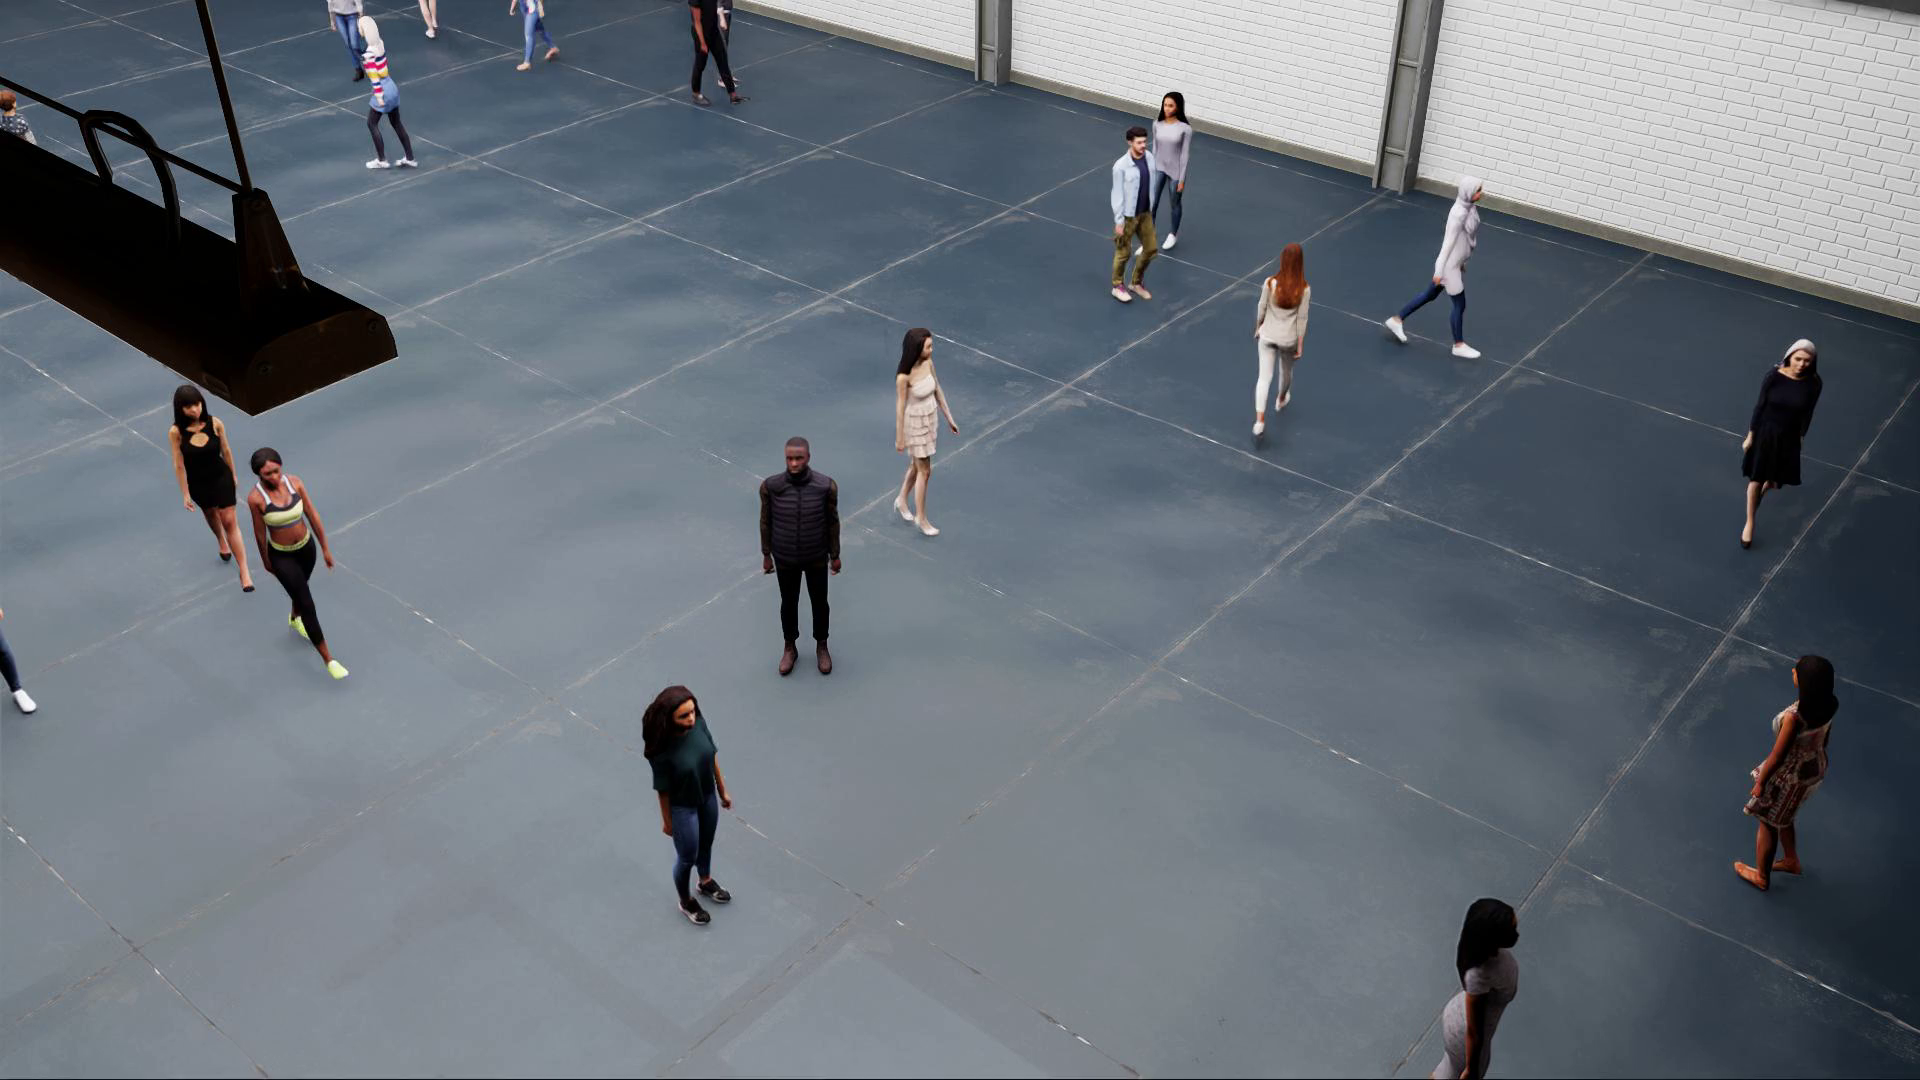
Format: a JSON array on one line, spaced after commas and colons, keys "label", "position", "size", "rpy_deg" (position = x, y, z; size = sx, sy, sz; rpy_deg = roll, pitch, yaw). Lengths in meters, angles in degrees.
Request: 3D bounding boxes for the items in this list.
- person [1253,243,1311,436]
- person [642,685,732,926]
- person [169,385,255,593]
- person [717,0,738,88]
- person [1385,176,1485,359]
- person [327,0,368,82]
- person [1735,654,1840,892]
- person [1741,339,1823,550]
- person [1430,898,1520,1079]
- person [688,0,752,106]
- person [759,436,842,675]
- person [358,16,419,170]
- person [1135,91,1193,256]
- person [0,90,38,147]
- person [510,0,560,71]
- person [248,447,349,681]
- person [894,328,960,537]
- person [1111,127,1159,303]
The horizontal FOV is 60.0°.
[{"label": "person", "position": [2.702, -1.673, 14.174], "size": [1.152, 1.676, 0.967], "rpy_deg": [9, 35, 13]}, {"label": "person", "position": [-1.558, 1.464, 9.510], "size": [0.609, 1.614, 0.616], "rpy_deg": [21, 39, 28]}, {"label": "person", "position": [-5.608, -0.433, 12.378], "size": [0.831, 1.599, 1.124], "rpy_deg": [-16, 37, -23]}, {"label": "person", "position": [-3.160, -6.907, 21.970], "size": [0.721, 1.762, 0.672], "rpy_deg": [-1, 34, -2]}, {"label": "person", "position": [4.453, -2.543, 15.430], "size": [1.218, 1.734, 0.775], "rpy_deg": [17, 37, 24]}, {"label": "person", "position": [-8.113, -6.945, 22.157], "size": [0.695, 1.618, 0.785], "rpy_deg": [7, 34, 11]}, {"label": "person", "position": [4.872, 1.399, 9.597], "size": [0.752, 1.627, 0.806], "rpy_deg": [-22, 39, -29]}, {"label": "person", "position": [6.244, -0.782, 12.780], "size": [0.854, 1.735, 0.833], "rpy_deg": [12, 35, 17]}, {"label": "person", "position": [2.422, 2.386, 7.972], "size": [0.652, 1.781, 0.660], "rpy_deg": [8, 35, 12]}, {"label": "person", "position": [-3.311, -6.424, 21.225], "size": [1.138, 1.783, 0.812], "rpy_deg": [18, 37, 24]}, {"label": "person", "position": [-1.079, 0.100, 11.362], "size": [0.756, 1.836, 0.829], "rpy_deg": [-1, 34, -2]}, {"label": "person", "position": [-6.621, -5.193, 19.367], "size": [0.952, 1.788, 0.878], "rpy_deg": [5, 34, 7]}, {"label": "person", "position": [2.245, -3.869, 17.445], "size": [0.902, 1.712, 0.785], "rpy_deg": [16, 37, 23]}, {"label": "person", "position": [-10.249, -4.182, 18.177], "size": [0.919, 1.423, 0.862], "rpy_deg": [5, 34, 8]}, {"label": "person", "position": [-5.797, -7.270, 22.687], "size": [1.033, 1.573, 0.694], "rpy_deg": [22, 40, 30]}, {"label": "person", "position": [-4.646, 0.084, 11.515], "size": [1.180, 1.693, 0.606], "rpy_deg": [28, 43, 36]}, {"label": "person", "position": [-0.382, -0.875, 12.942], "size": [0.755, 1.712, 0.632], "rpy_deg": [22, 40, 30]}, {"label": "person", "position": [1.652, -3.228, 16.404], "size": [0.786, 1.797, 0.777], "rpy_deg": [-20, 38, -27]}]
